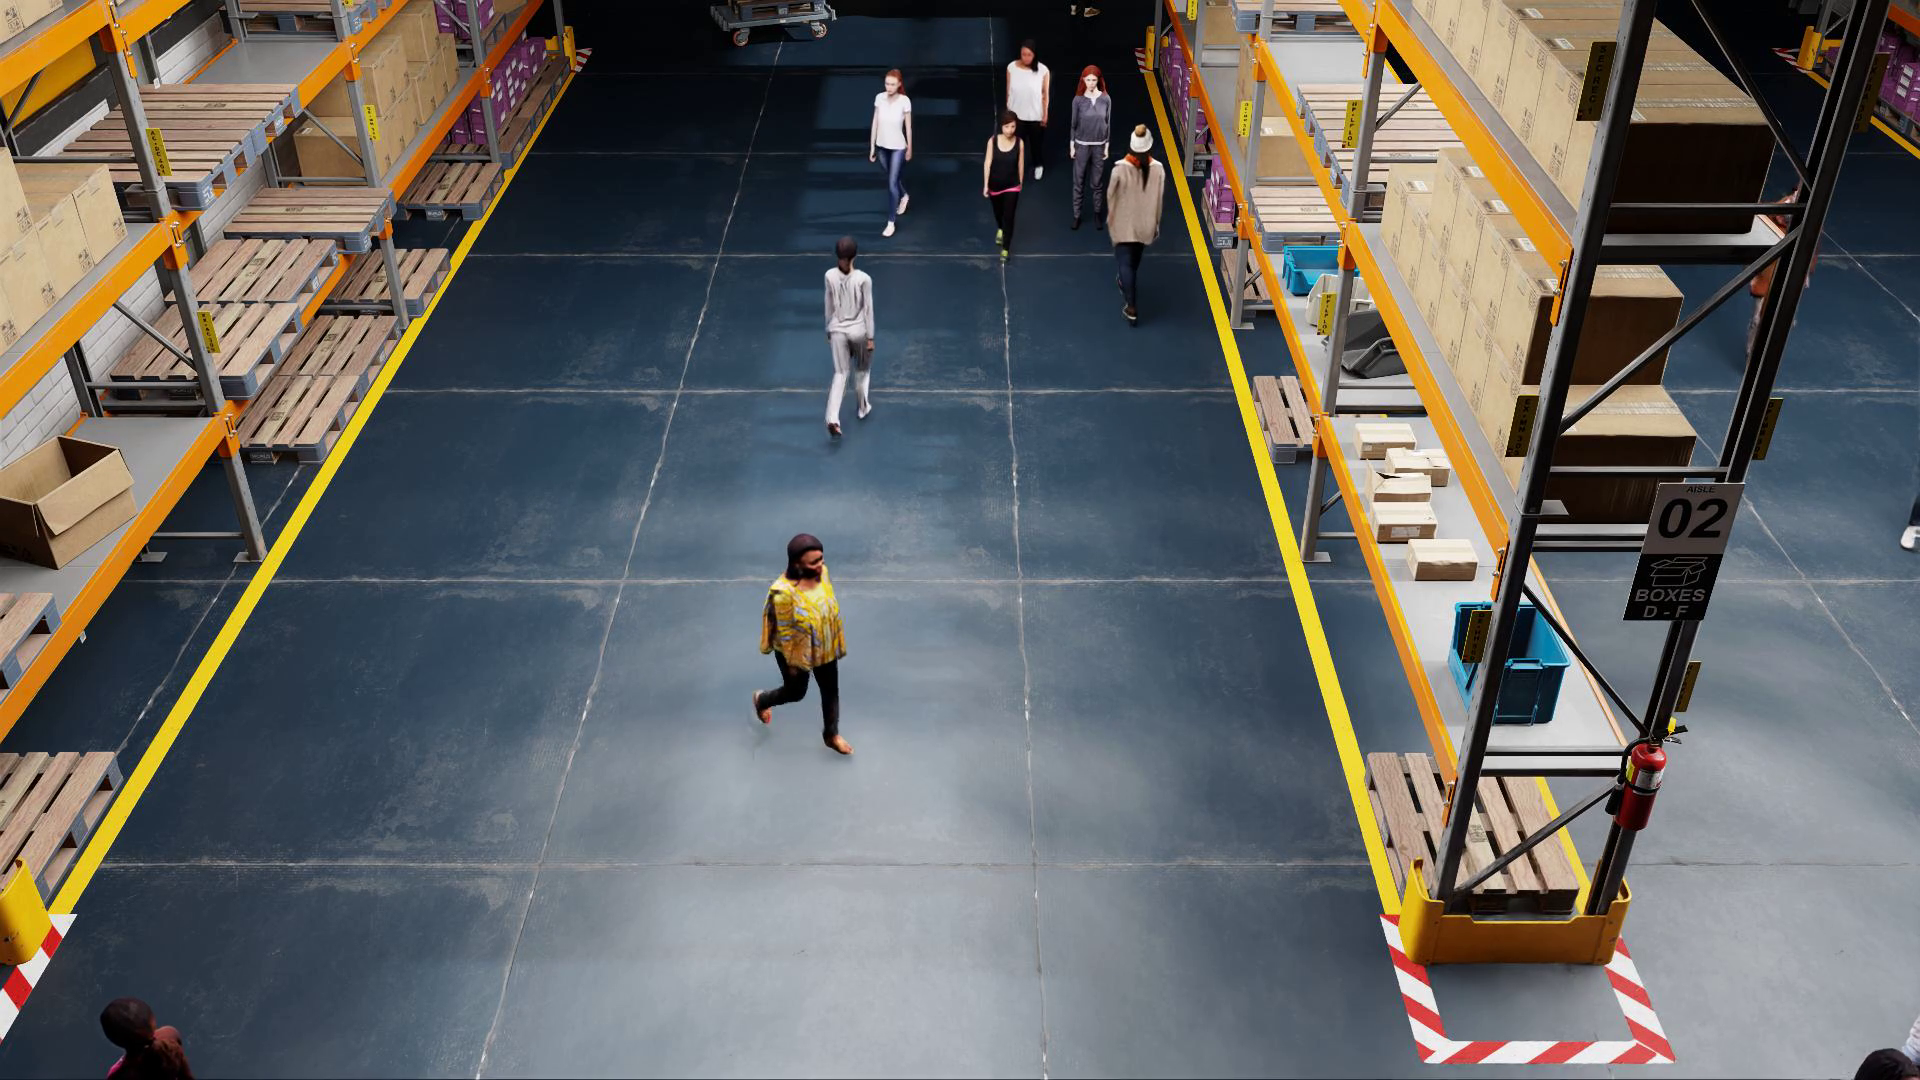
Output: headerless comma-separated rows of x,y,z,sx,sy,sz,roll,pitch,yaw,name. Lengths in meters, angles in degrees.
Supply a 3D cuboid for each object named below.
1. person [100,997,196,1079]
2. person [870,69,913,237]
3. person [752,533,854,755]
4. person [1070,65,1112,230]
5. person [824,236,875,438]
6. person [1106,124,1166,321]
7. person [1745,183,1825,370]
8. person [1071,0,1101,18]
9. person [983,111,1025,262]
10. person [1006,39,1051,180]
-3.527,2.672,7.470,0.683,1.724,0.569,9,35,13,person
-0.699,-4.195,17.820,0.869,1.702,1.203,13,36,19,person
-1.047,0.662,10.576,1.089,1.631,1.069,23,40,30,person
1.390,-4.188,17.741,0.560,1.778,0.480,0,34,1,person
-0.951,-1.690,14.010,0.781,1.749,1.076,9,35,13,person
1.659,-3.004,15.896,0.810,1.848,1.211,-5,34,-7,person
7.345,-2.359,14.945,0.736,1.827,0.795,2,34,3,person
1.825,-8.663,24.370,0.733,1.893,0.749,21,39,29,person
0.458,-3.723,17.284,0.640,1.509,1.071,5,34,7,person
0.778,-4.822,18.804,0.811,1.658,1.079,7,34,11,person
